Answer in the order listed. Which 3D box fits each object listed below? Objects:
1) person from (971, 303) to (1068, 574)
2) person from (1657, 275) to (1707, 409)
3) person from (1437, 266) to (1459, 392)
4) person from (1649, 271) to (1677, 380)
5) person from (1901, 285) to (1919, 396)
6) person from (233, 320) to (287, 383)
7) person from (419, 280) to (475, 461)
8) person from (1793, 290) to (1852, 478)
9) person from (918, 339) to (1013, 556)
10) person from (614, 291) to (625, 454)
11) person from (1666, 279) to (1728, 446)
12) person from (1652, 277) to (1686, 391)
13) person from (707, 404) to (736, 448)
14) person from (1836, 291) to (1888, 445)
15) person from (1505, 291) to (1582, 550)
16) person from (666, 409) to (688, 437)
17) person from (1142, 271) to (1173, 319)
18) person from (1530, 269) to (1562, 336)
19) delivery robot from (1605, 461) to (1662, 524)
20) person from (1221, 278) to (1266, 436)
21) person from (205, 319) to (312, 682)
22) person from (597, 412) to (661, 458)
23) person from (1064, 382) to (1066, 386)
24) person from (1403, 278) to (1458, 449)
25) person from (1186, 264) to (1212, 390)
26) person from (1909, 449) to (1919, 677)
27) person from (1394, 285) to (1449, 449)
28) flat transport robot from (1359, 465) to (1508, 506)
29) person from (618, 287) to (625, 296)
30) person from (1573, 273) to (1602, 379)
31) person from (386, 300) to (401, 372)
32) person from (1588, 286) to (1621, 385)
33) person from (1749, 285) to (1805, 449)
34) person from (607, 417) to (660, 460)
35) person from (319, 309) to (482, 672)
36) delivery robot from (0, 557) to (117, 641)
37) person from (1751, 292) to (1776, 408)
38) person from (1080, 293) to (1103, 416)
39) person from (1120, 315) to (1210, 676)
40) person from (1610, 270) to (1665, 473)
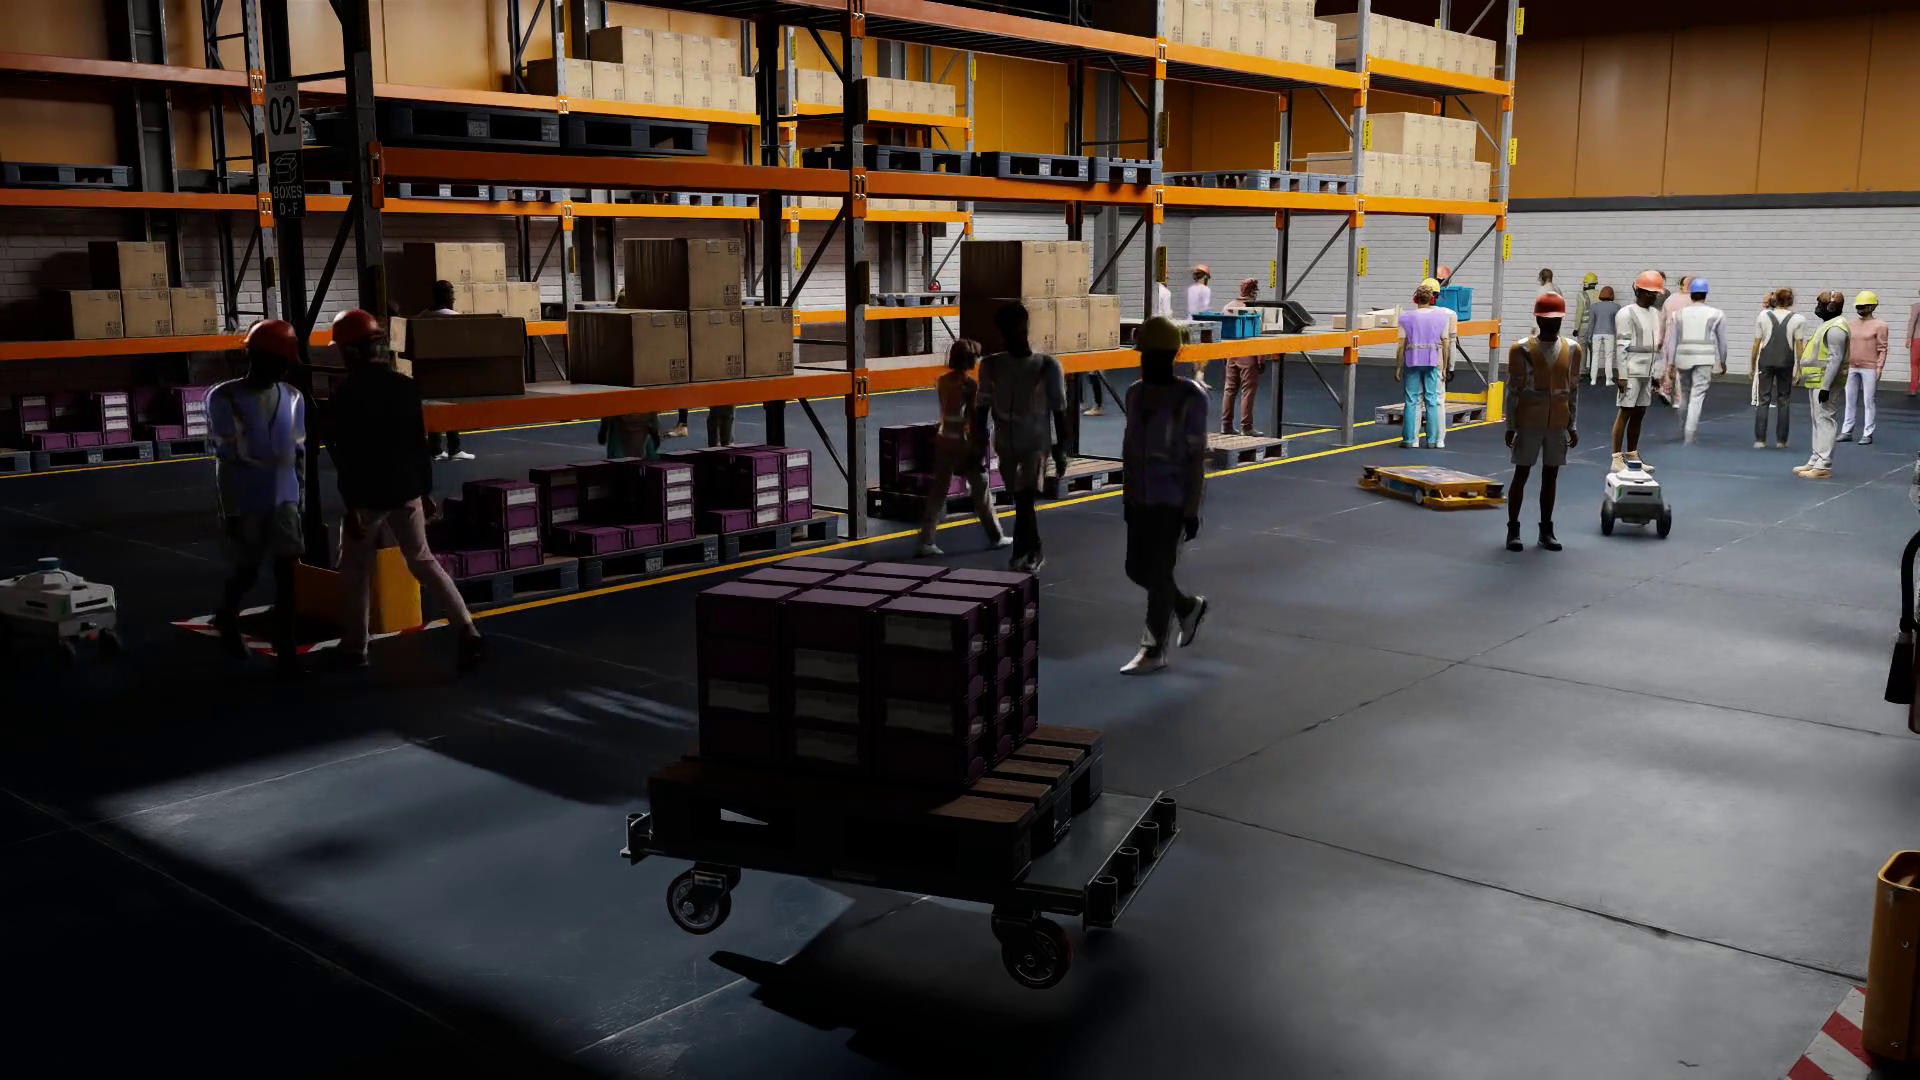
[{"bbox_3d":[0.404,-0.637,11.188,0.600,1.897,1.082,4,11,23],"label":"person"},{"bbox_3d":[10.173,-2.783,23.414,0.450,1.882,0.718,-7,12,-33],"label":"person"},{"bbox_3d":[6.974,-2.977,24.184,0.617,1.993,0.396,-1,10,-5],"label":"person"},{"bbox_3d":[11.558,-3.517,27.606,0.618,1.873,1.037,-6,12,-32],"label":"person"},{"bbox_3d":[14.713,-3.075,25.429,0.525,1.761,0.341,-1,10,-7],"label":"person"},{"bbox_3d":[-6.080,-1.111,14.590,0.500,1.633,0.285,-1,10,-7],"label":"person"},{"bbox_3d":[-5.505,-1.797,17.697,0.590,1.914,0.386,5,11,27],"label":"person"},{"bbox_3d":[8.489,-1.526,16.362,0.429,1.844,0.627,3,11,19],"label":"person"},{"bbox_3d":[0.016,-0.679,12.249,0.515,1.595,0.852,9,14,43],"label":"person"},{"bbox_3d":[-3.340,-1.609,16.857,0.590,1.835,0.404,9,13,42],"label":"person"},{"bbox_3d":[8.560,-2.067,19.295,0.621,1.892,1.006,7,12,36],"label":"person"},{"bbox_3d":[11.233,-3.178,25.872,0.952,1.800,0.629,9,13,41],"label":"person"},{"bbox_3d":[-2.409,-1.628,16.971,0.404,1.833,0.588,-7,12,-36],"label":"person"},{"bbox_3d":[10.391,-1.981,19.168,0.331,1.768,0.527,-5,11,-26],"label":"person"},{"bbox_3d":[4.340,-0.874,12.377,0.551,1.935,0.375,0,10,-1],"label":"person"},{"bbox_3d":[-3.402,-2.076,19.919,0.319,1.693,0.532,-2,10,-9],"label":"person"},{"bbox_3d":[3.250,-3.438,27.064,0.399,1.909,0.643,-6,12,-31],"label":"person"},{"bbox_3d":[9.807,-3.561,27.765,0.787,1.917,0.528,-9,13,-42],"label":"person"},{"bbox_3d":[5.378,-0.390,13.286,0.477,0.478,0.707,2,10,14],"label":"delivery robot"},{"bbox_3d":[3.437,-2.195,20.030,0.395,1.900,0.644,-9,13,-40],"label":"person"},{"bbox_3d":[-3.716,-0.216,8.784,0.760,1.892,0.547,9,13,41],"label":"person"},{"bbox_3d":[-2.670,-0.863,13.270,0.541,1.587,0.849,9,13,41],"label":"person"},{"bbox_3d":[1.299,-3.299,26.561,1.028,1.811,0.493,-5,11,-27],"label":"person"},{"bbox_3d":[5.290,-1.985,18.776,0.588,1.919,0.404,2,10,11],"label":"person"},{"bbox_3d":[3.847,-3.362,26.385,0.474,1.999,0.660,-6,11,-30],"label":"person"},{"bbox_3d":[5.134,-0.178,8.589,0.400,1.872,0.604,9,13,42],"label":"person"},{"bbox_3d":[5.176,-1.933,18.665,0.575,1.843,0.375,1,10,5],"label":"person"},{"bbox_3d":[4.251,-0.501,14.996,0.652,0.197,1.431,-3,10,-15],"label":"flat transport robot"},{"bbox_3d":[-3.511,-1.778,17.817,0.612,1.847,0.734,-7,12,-35],"label":"person"},{"bbox_3d":[10.843,-3.694,28.733,0.597,1.832,0.404,-4,11,-22],"label":"person"},{"bbox_3d":[-4.917,-1.175,14.491,0.643,1.793,0.965,-2,10,-11],"label":"person"},{"bbox_3d":[10.612,-3.362,27.406,0.507,1.632,0.267,6,12,30],"label":"person"},{"bbox_3d":[9.162,-1.927,18.653,0.516,1.843,0.353,5,11,26],"label":"person"},{"bbox_3d":[-2.789,-1.076,14.146,0.535,1.724,0.900,5,11,28],"label":"person"},{"bbox_3d":[-2.987,-0.246,8.809,0.982,1.955,0.651,5,11,27],"label":"person"},{"bbox_3d":[-4.987,0.339,9.136,0.707,0.478,0.477,5,11,28],"label":"delivery robot"},{"bbox_3d":[11.458,-2.698,23.611,0.307,1.639,0.525,2,10,11],"label":"person"},{"bbox_3d":[1.664,-2.492,22.331,0.585,1.677,0.540,-2,10,-12],"label":"person"},{"bbox_3d":[1.113,-0.248,8.898,0.647,1.908,0.591,-8,13,-38],"label":"person"},{"bbox_3d":[6.794,-1.664,16.608,0.605,2.033,0.388,-7,12,-34],"label":"person"}]
